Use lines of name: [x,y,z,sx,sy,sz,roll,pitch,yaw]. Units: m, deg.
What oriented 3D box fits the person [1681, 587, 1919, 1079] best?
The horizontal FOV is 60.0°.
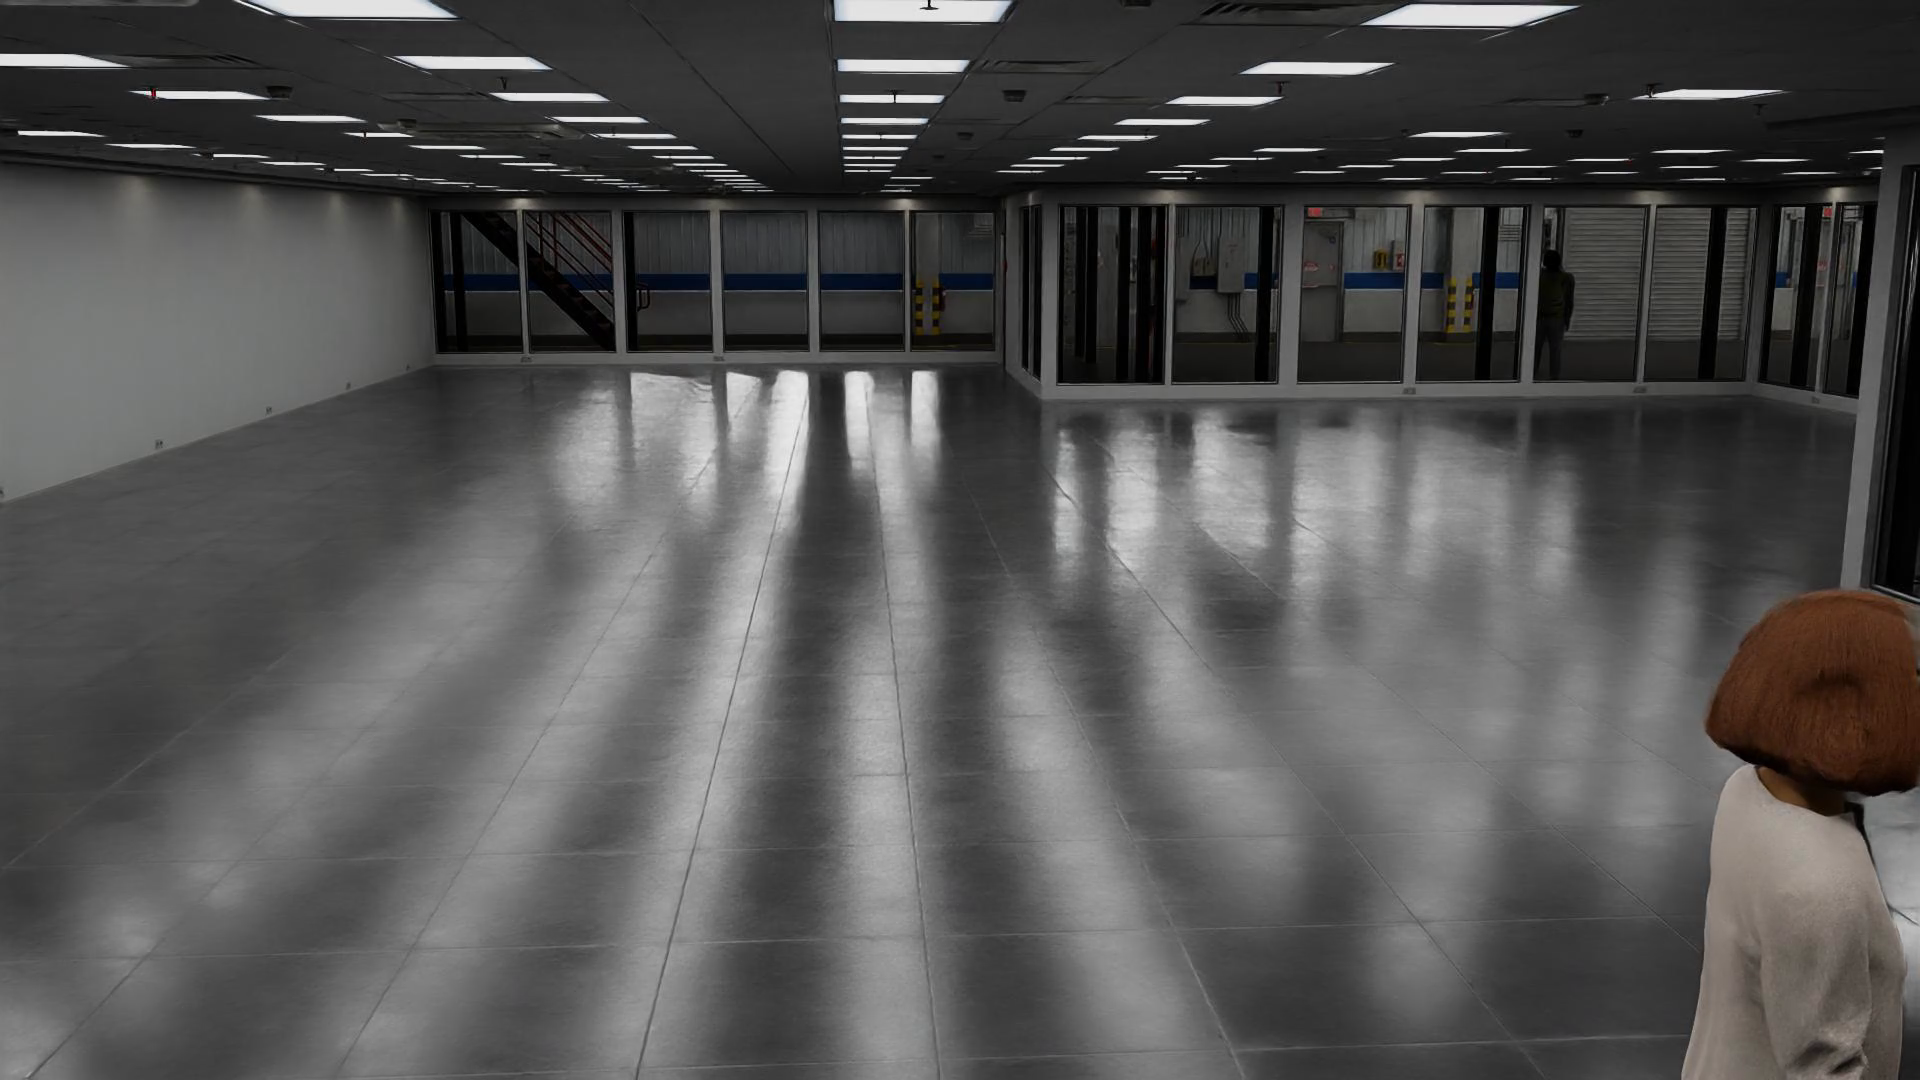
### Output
person: [1.116,0.865,2.251,0.282,1.636,0.500,3,11,14]
